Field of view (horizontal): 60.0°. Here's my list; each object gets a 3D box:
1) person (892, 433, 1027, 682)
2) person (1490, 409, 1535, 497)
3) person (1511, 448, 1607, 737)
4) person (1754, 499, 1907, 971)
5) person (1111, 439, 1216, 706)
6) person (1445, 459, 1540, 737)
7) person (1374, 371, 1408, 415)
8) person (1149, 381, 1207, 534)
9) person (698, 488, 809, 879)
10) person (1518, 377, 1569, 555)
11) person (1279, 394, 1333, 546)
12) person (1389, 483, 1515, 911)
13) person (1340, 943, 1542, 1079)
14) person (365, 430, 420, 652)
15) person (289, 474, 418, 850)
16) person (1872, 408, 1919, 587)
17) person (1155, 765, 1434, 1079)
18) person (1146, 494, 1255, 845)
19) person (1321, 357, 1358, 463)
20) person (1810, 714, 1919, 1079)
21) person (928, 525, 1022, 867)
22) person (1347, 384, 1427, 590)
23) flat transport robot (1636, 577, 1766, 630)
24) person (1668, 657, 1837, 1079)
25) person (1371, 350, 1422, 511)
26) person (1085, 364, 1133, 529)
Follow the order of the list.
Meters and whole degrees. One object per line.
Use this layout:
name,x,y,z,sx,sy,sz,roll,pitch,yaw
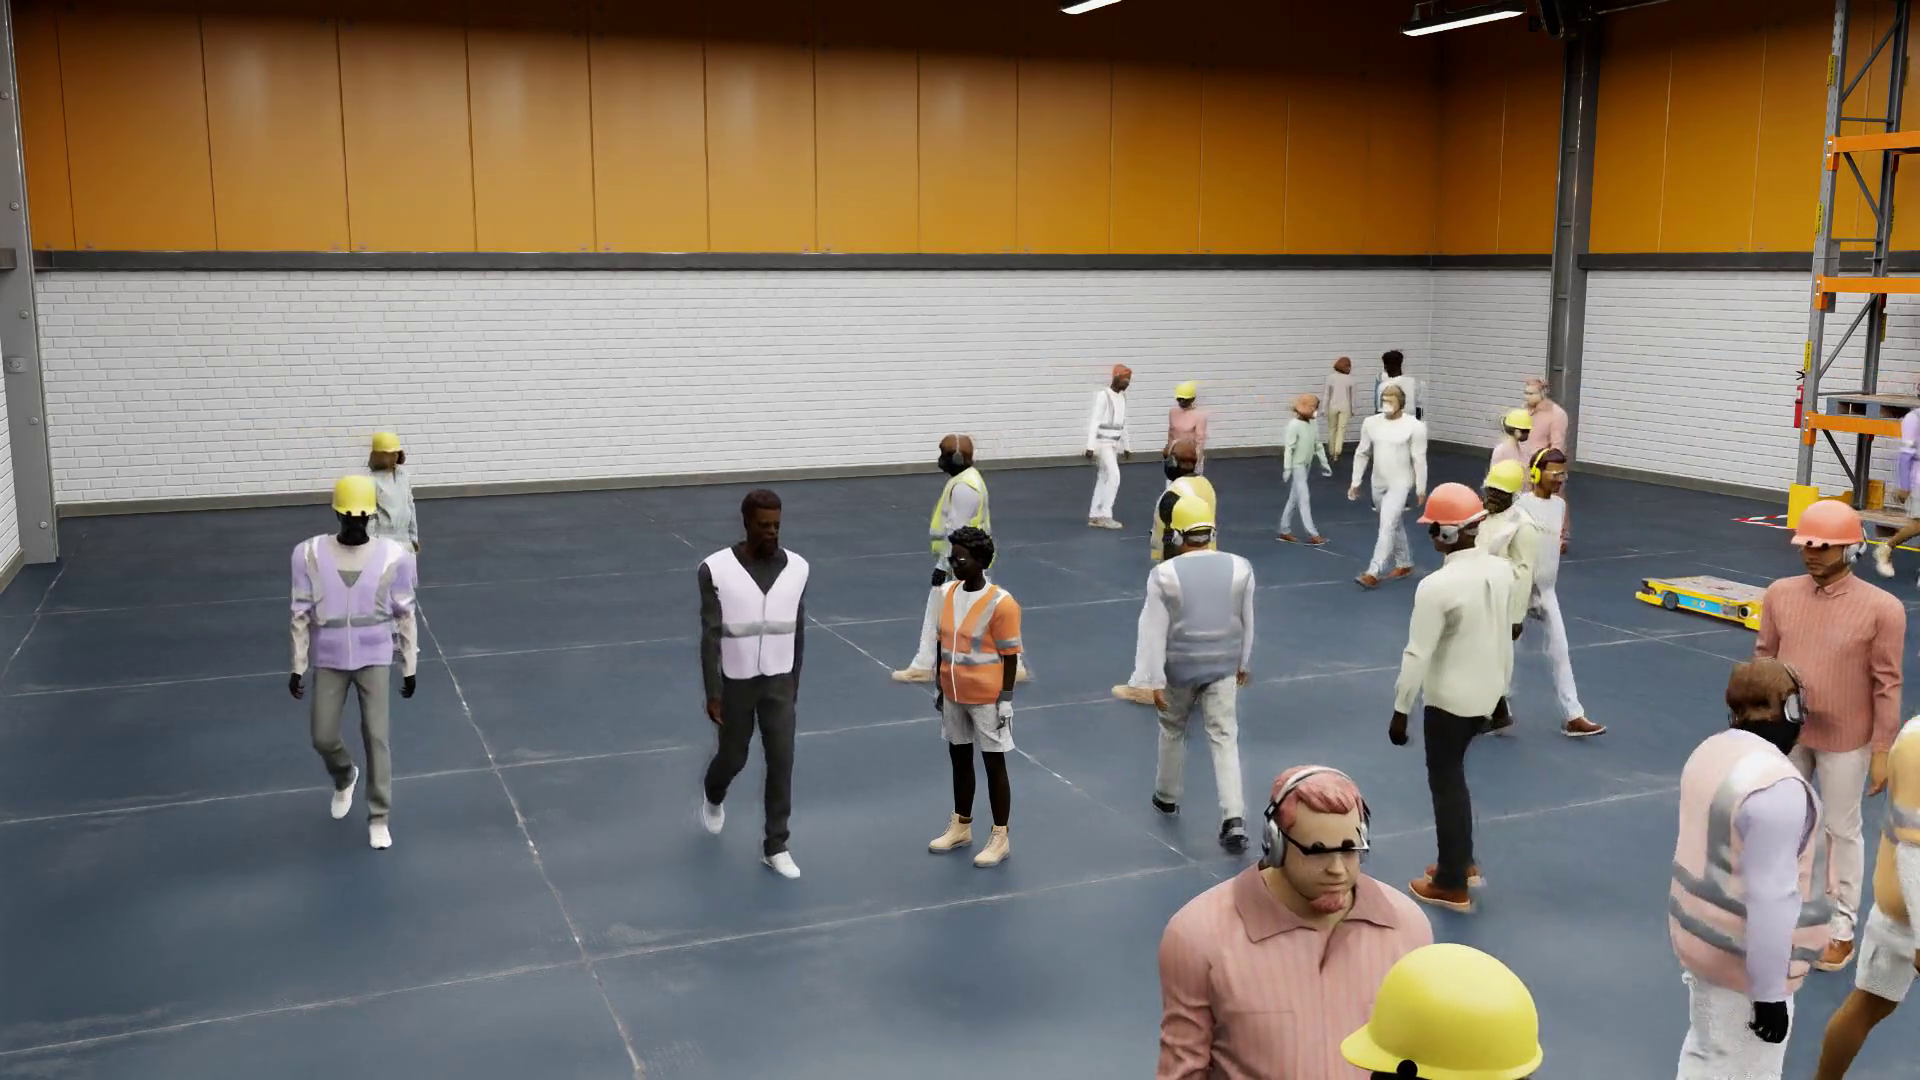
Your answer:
person,0.026,0.147,11.704,0.941,1.801,0.626,-1,9,-5
person,4.803,-0.324,14.762,0.895,1.721,0.523,9,13,43
person,3.675,0.328,10.535,0.523,1.816,0.954,-4,10,-24
person,3.641,0.812,7.064,0.387,1.992,0.622,-6,11,-34
person,1.413,0.223,11.222,0.861,1.797,0.639,6,11,32
person,3.211,0.379,10.318,0.590,1.788,0.702,-3,10,-19
person,6.463,-1.957,24.926,0.515,1.636,0.314,6,11,32
person,2.394,-0.864,18.040,0.557,1.713,0.867,9,13,43
person,-1.034,0.668,8.240,0.593,1.899,0.770,-5,11,-28
person,5.869,-0.726,16.862,1.038,1.844,0.652,-7,11,-35
person,3.710,-0.736,17.634,0.775,1.601,0.500,8,12,38
person,2.220,0.717,7.654,0.653,1.980,0.522,-7,12,-38
person,0.770,1.571,2.665,0.369,1.925,0.594,0,9,3
person,-4.425,-0.001,12.808,0.576,1.721,0.491,4,10,22
person,-3.117,0.604,8.560,0.641,1.912,0.614,-2,10,-15
person,8.836,-0.554,15.246,0.616,2.025,0.599,-4,10,-21
person,0.747,1.419,3.655,0.638,1.907,0.408,-2,10,-11
person,1.256,0.659,8.615,0.596,1.795,0.910,-1,9,-7
person,5.716,-1.966,25.114,0.519,1.594,0.781,4,10,22
person,3.180,1.164,5.253,0.579,1.883,0.992,-6,11,-32
person,0.068,0.765,8.244,0.540,1.695,0.317,9,13,43
person,3.972,-0.497,15.381,1.061,1.882,0.642,-9,13,-42
flat transport robot,6.503,0.514,14.079,0.652,0.197,1.431,-4,10,-21
person,2.331,1.263,4.928,0.432,1.809,0.705,1,9,8
person,5.277,-1.306,20.064,0.684,1.941,0.386,-4,10,-22
person,1.722,-1.046,18.739,0.641,1.853,0.652,6,11,32
